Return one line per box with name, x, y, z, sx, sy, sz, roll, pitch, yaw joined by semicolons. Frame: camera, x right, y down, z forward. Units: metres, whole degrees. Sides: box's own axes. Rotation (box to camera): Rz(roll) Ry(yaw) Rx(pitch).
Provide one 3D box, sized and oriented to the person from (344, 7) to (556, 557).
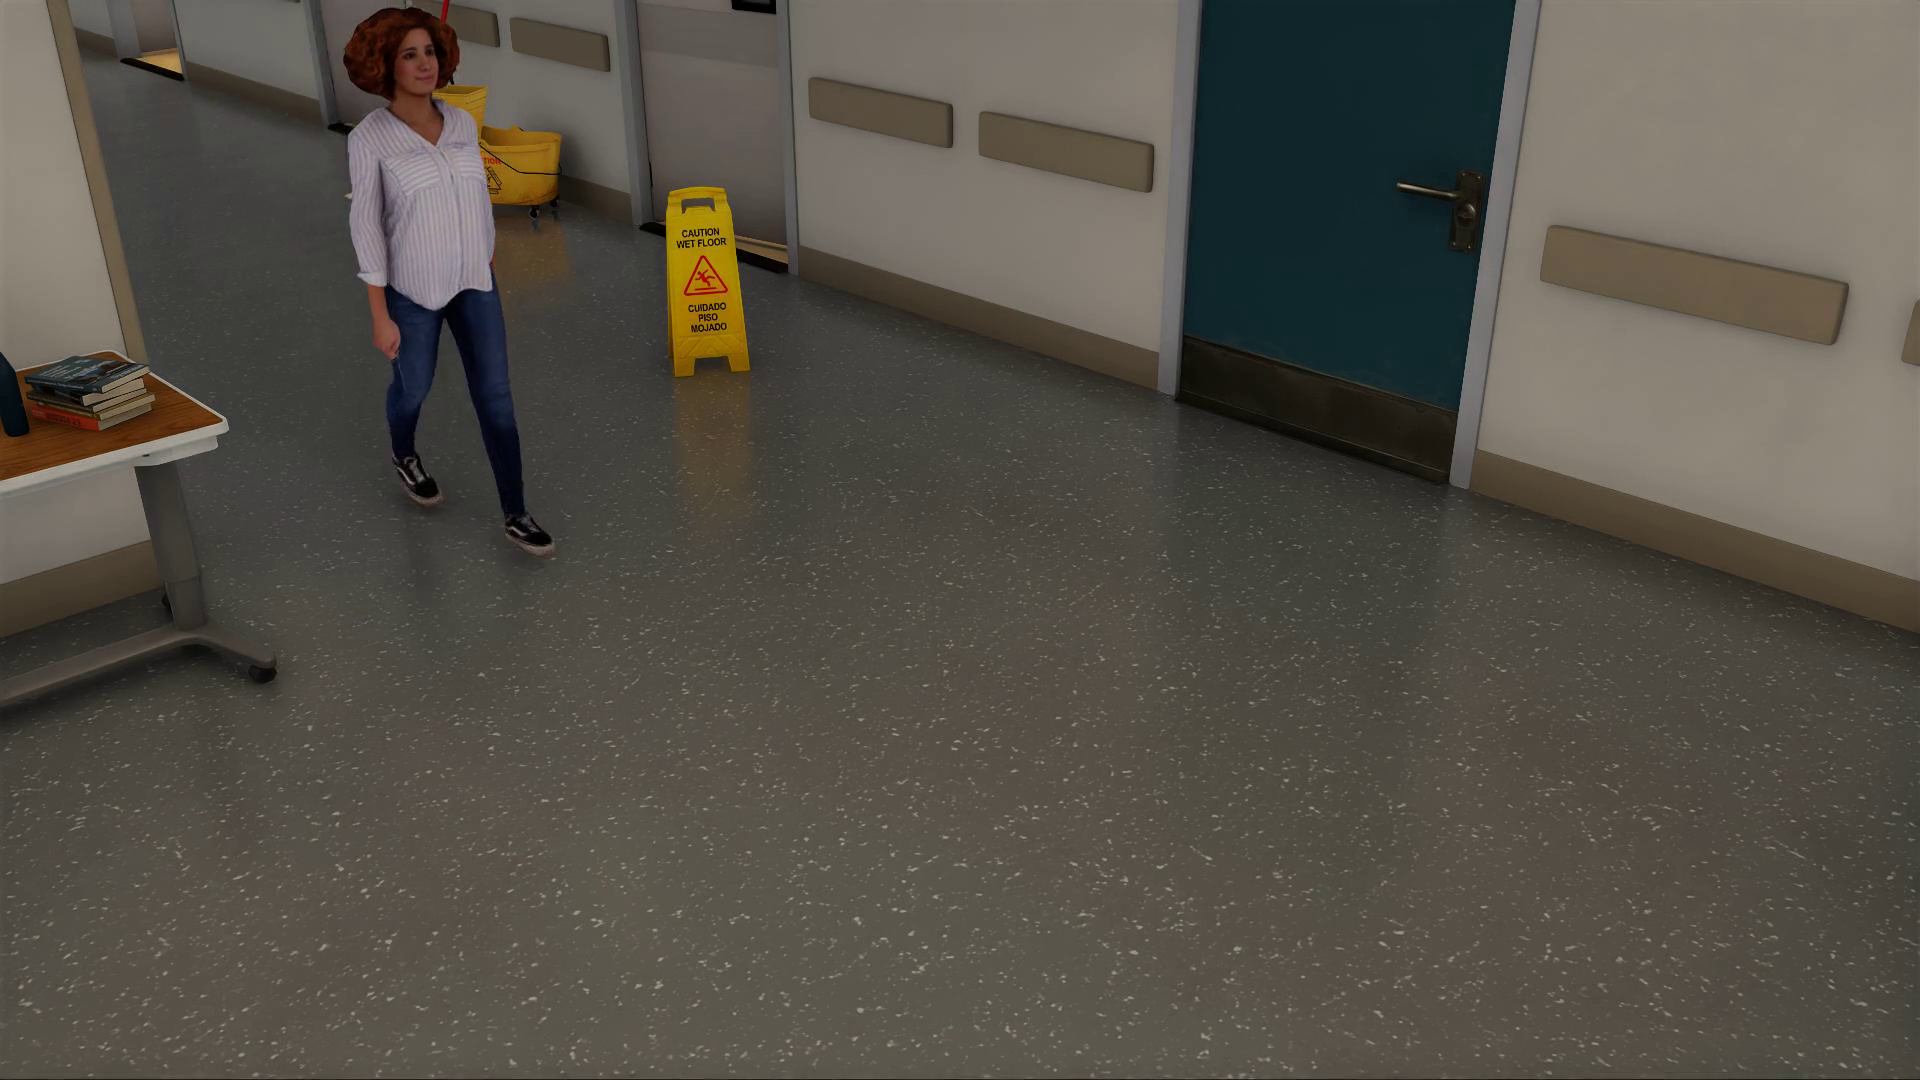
person;-1.723;-0.824;5.331;0.725;1.679;1.169;-20;32;-35
